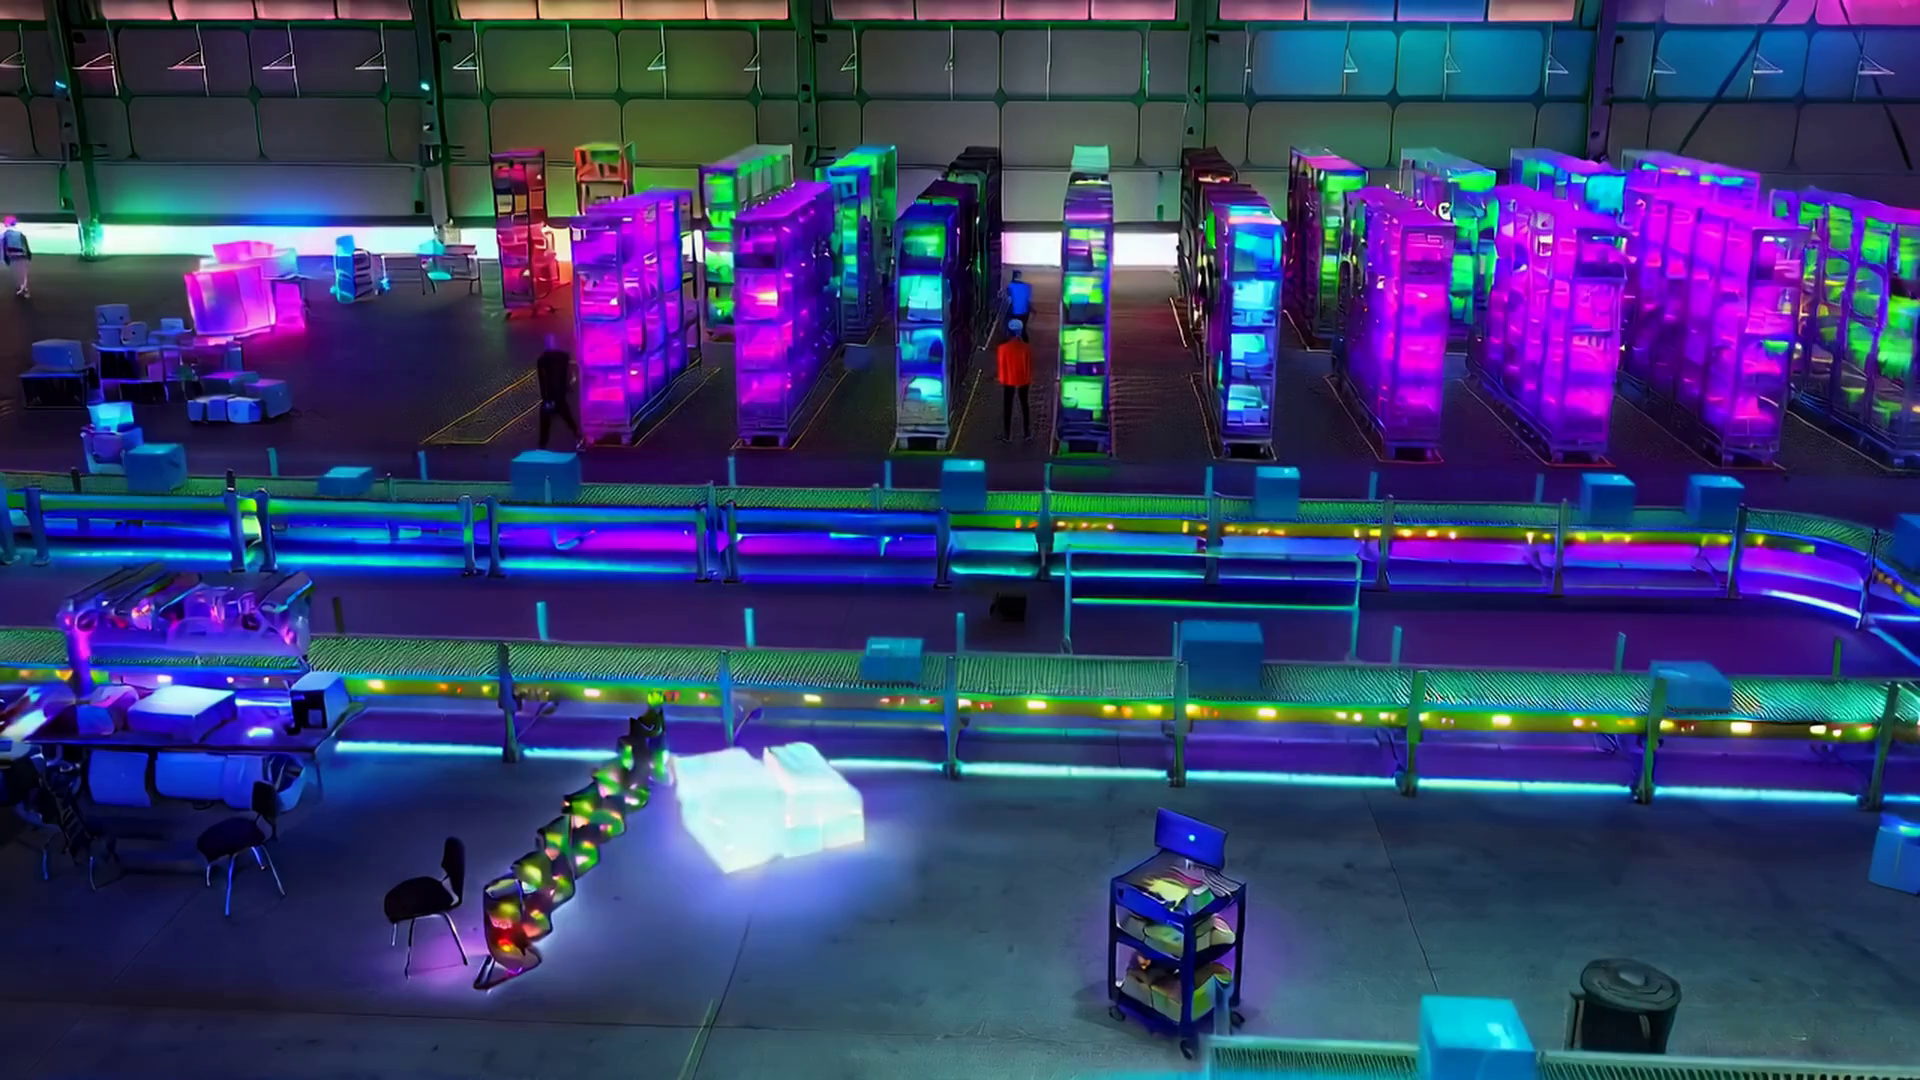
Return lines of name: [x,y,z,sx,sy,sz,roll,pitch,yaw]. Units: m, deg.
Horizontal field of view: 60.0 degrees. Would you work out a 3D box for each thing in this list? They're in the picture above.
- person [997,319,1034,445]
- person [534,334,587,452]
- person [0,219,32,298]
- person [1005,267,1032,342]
person: [0.866,-2.491,26.200,0.612,1.995,0.379,-6,18,-19]
person: [-6.204,-2.251,25.655,0.878,1.866,0.642,12,21,33]
person: [-22.709,-6.793,40.061,0.631,1.875,1.051,-9,20,-27]
person: [1.152,-4.407,32.554,0.585,1.856,0.395,-10,20,-29]
